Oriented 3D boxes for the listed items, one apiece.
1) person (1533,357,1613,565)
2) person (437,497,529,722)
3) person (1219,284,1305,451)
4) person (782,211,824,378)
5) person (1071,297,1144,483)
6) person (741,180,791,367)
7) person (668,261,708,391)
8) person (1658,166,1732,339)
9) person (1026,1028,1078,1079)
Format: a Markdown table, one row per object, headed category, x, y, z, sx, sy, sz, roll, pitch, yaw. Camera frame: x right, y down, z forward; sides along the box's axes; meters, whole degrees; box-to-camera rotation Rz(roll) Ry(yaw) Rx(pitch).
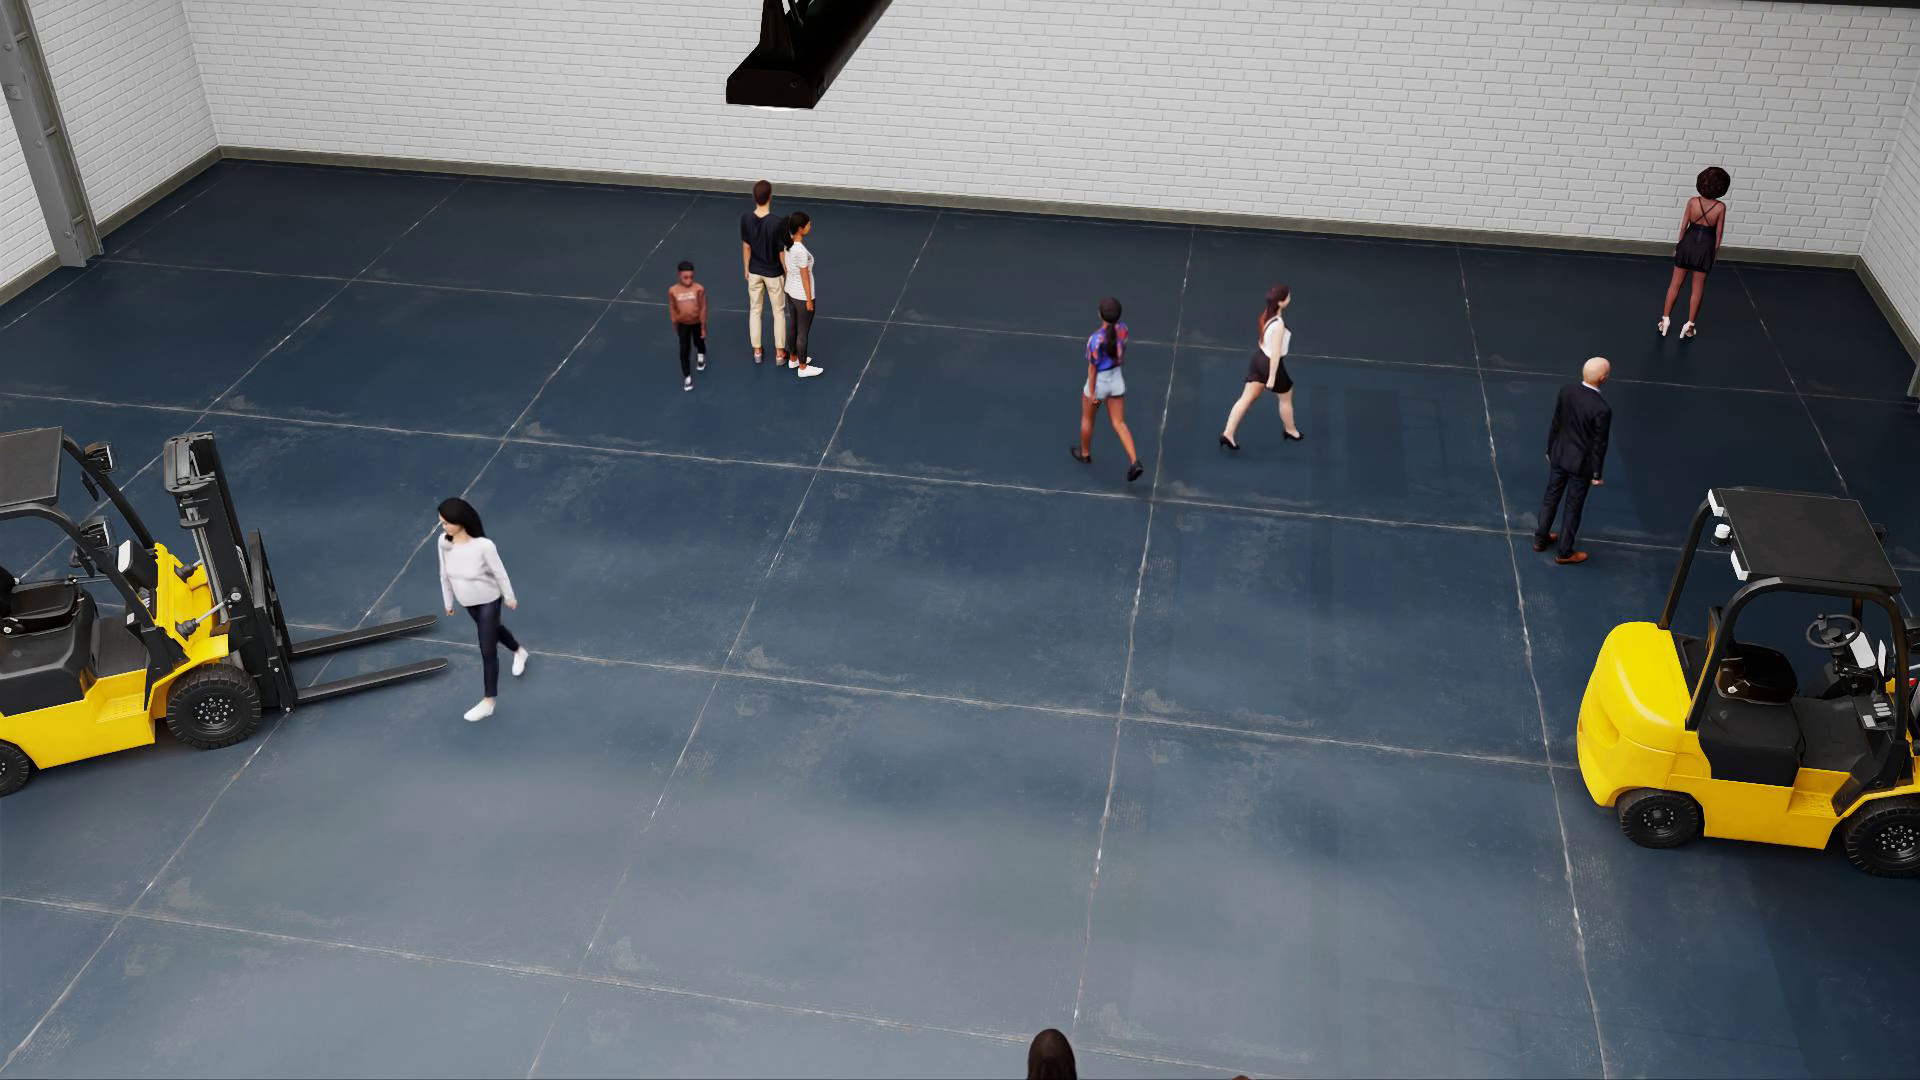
| category | x | y | z | sx | sy | sz | roll | pitch | yaw |
| --- | --- | --- | --- | --- | --- | --- | --- | --- | --- |
| person | 4.906 | -0.644 | 13.293 | 0.834 | 1.800 | 0.747 | -17 | 37 | -24 |
| person | -3.380 | 0.389 | 11.877 | 0.768 | 1.646 | 1.141 | 9 | 35 | 13 |
| person | 2.644 | -1.480 | 14.728 | 0.969 | 1.602 | 1.084 | -10 | 35 | -14 |
| person | -1.551 | -2.384 | 16.052 | 0.710 | 1.642 | 0.626 | -16 | 37 | -23 |
| person | 1.314 | -1.274 | 14.318 | 1.048 | 1.714 | 1.165 | -18 | 38 | -25 |
| person | -1.886 | -2.591 | 16.172 | 0.634 | 1.854 | 0.546 | 8 | 34 | 11 |
| person | -2.585 | -2.128 | 16.035 | 0.671 | 1.235 | 0.943 | -3 | 34 | -5 |
| person | 7.365 | -2.872 | 16.653 | 0.635 | 1.789 | 0.638 | 18 | 37 | 25 |
| person | 0.417 | 2.981 | 7.980 | 0.570 | 1.643 | 0.547 | 2 | 34 | 3 |
